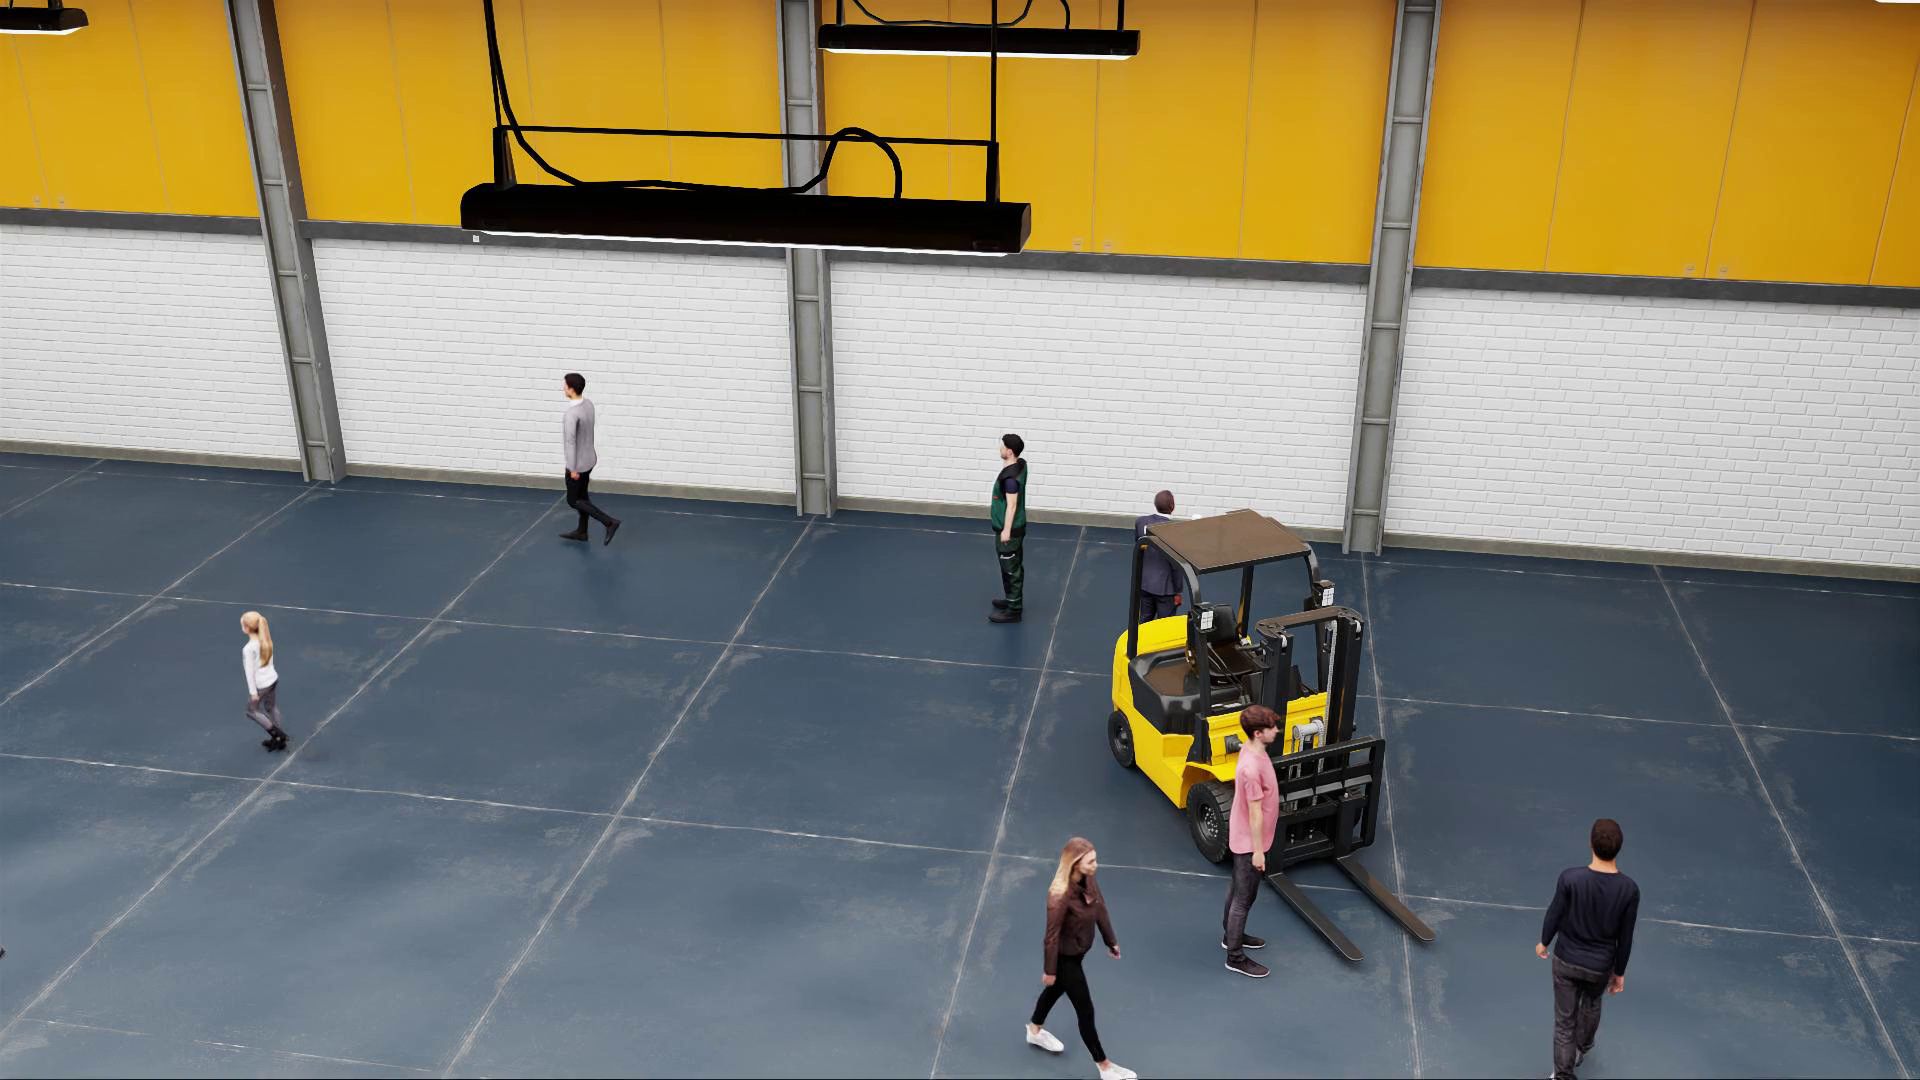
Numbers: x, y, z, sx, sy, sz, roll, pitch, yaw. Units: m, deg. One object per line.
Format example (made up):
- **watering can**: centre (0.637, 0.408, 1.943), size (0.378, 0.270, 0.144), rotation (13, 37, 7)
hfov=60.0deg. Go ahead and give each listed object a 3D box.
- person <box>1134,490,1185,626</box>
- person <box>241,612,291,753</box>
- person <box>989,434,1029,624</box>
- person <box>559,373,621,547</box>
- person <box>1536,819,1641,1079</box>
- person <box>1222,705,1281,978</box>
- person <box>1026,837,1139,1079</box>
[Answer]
- **person**: centre (1.779, 0.400, 14.839), size (0.845, 1.822, 0.775), rotation (-17, 29, -34)
- **person**: centre (-5.704, 1.187, 13.729), size (0.545, 1.269, 0.509), rotation (5, 24, 12)
- **person**: centre (0.489, -0.133, 15.961), size (0.560, 1.901, 0.660), rotation (3, 24, 8)
- **person**: centre (-3.936, -0.833, 17.556), size (0.980, 1.907, 0.738), rotation (5, 24, 10)
- **person**: centre (3.710, 2.570, 9.853), size (0.853, 1.840, 0.696), rotation (3, 24, 7)
- **person**: centre (1.920, 1.971, 11.075), size (0.561, 1.959, 0.630), rotation (2, 24, 5)
- **person**: centre (0.598, 2.517, 10.200), size (1.124, 1.660, 0.852), rotation (12, 26, 26)
